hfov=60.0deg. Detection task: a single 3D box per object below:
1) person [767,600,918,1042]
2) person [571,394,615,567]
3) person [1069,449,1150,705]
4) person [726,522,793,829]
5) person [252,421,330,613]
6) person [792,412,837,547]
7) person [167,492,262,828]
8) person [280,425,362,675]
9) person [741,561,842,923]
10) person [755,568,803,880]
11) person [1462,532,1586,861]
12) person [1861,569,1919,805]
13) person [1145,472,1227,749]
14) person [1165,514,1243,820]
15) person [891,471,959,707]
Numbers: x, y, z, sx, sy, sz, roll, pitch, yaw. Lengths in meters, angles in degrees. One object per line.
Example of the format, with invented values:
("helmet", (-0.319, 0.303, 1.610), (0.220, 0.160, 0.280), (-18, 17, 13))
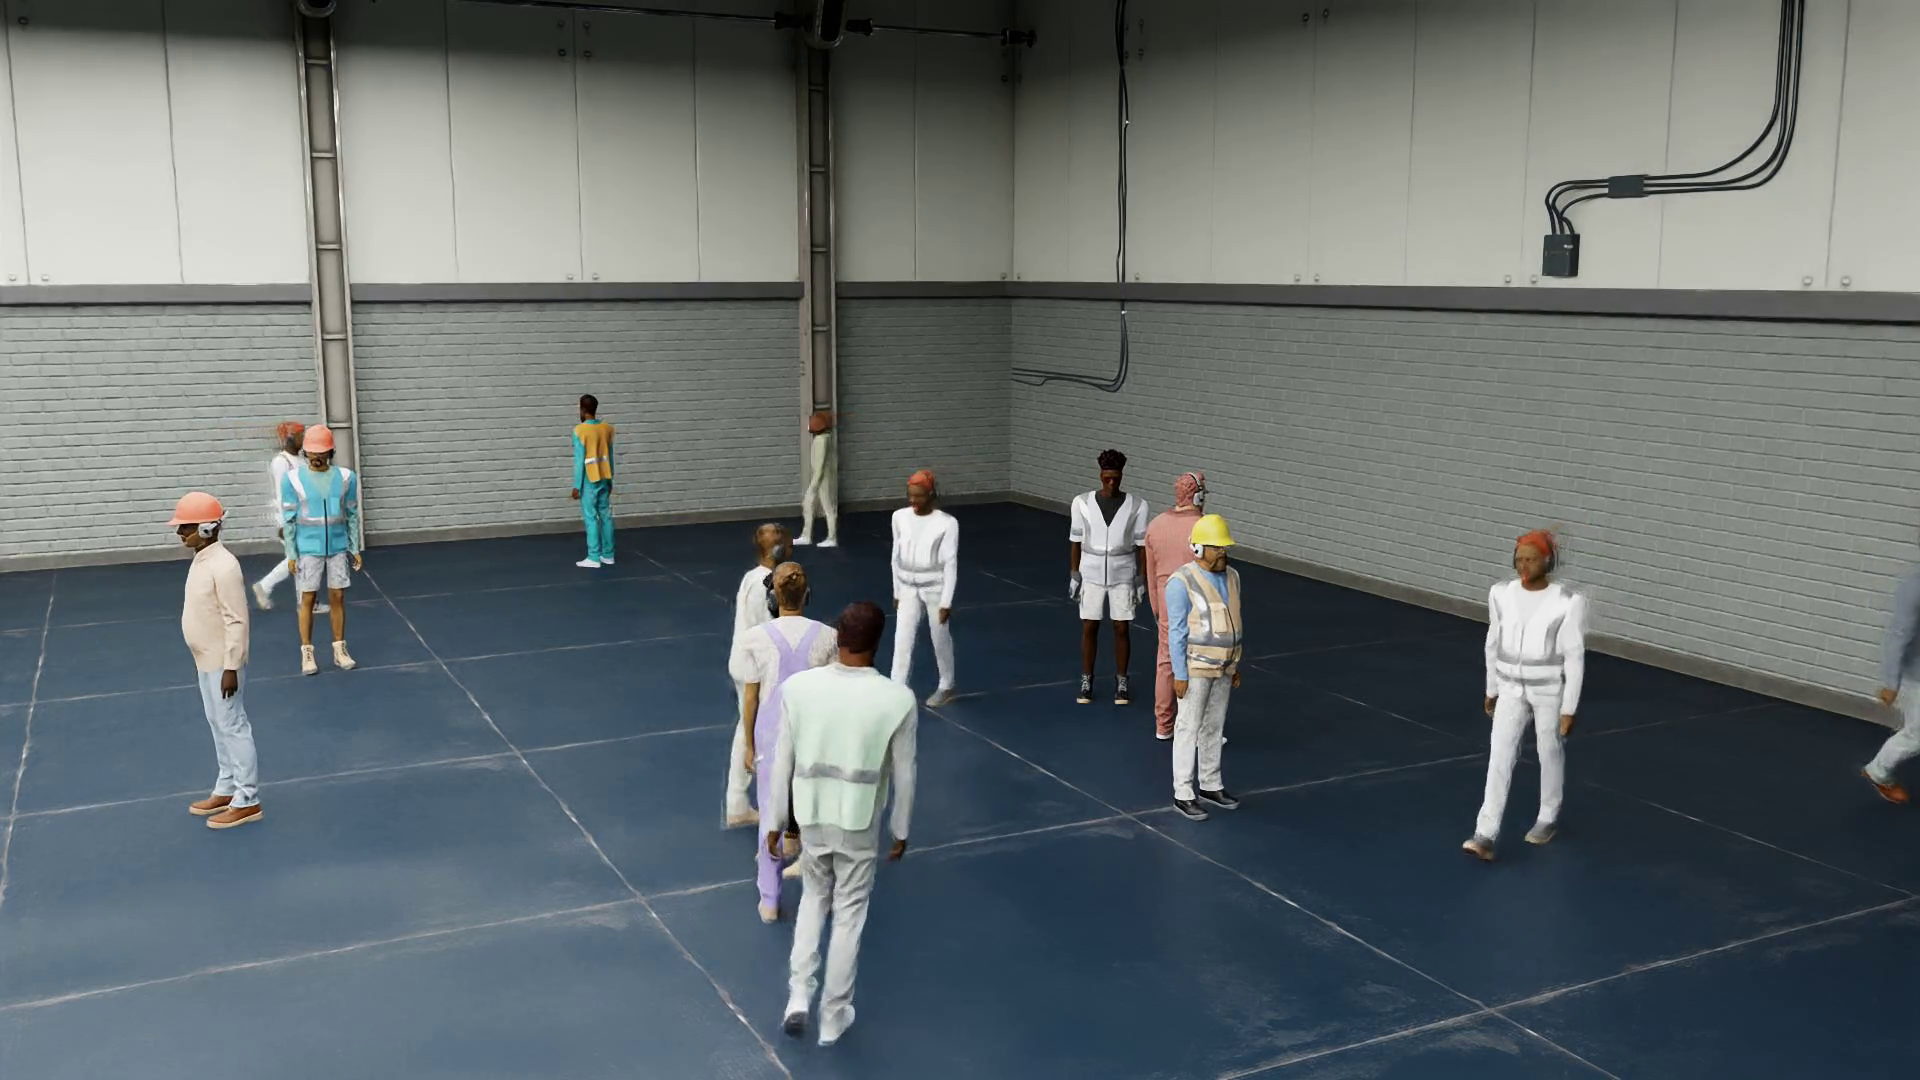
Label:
("person", (-0.497, 1.201, 7.095), (0.633, 1.886, 0.460), (2, 9, 12))
("person", (-4.053, -0.654, 18.443), (0.371, 1.915, 0.597), (5, 11, 30))
("person", (1.127, 0.277, 12.589), (0.609, 1.955, 0.382), (1, 9, 9))
("person", (-1.123, 0.802, 9.790), (0.643, 1.810, 0.529), (-5, 10, -26))
("person", (-6.377, -0.201, 15.813), (0.602, 1.863, 0.593), (0, 9, 1))
("person", (-1.763, -0.708, 19.676), (0.670, 1.608, 0.523), (-2, 9, -12))
("person", (-4.414, 0.702, 9.844), (0.397, 1.992, 0.621), (-7, 12, -38))
("person", (-5.195, 0.074, 13.585), (0.605, 2.038, 0.394), (-7, 11, -35))
("person", (-0.843, 1.022, 8.381), (0.501, 1.838, 0.341), (-2, 9, -13))
("person", (-0.919, 0.985, 9.032), (0.319, 1.692, 0.533), (-6, 11, -31))
("person", (3.161, 0.873, 9.290), (0.602, 1.826, 0.968), (8, 12, 42))
("person", (5.661, 0.785, 9.684), (0.670, 1.899, 0.893), (0, 9, 1))
("person", (1.583, 0.481, 11.476), (0.410, 1.908, 0.643), (-9, 13, -44))
("person", (1.494, 0.752, 10.034), (0.590, 1.833, 0.404), (-8, 12, -42))
("person", (-0.280, 0.400, 12.210), (0.589, 1.827, 1.025), (5, 10, 26))
